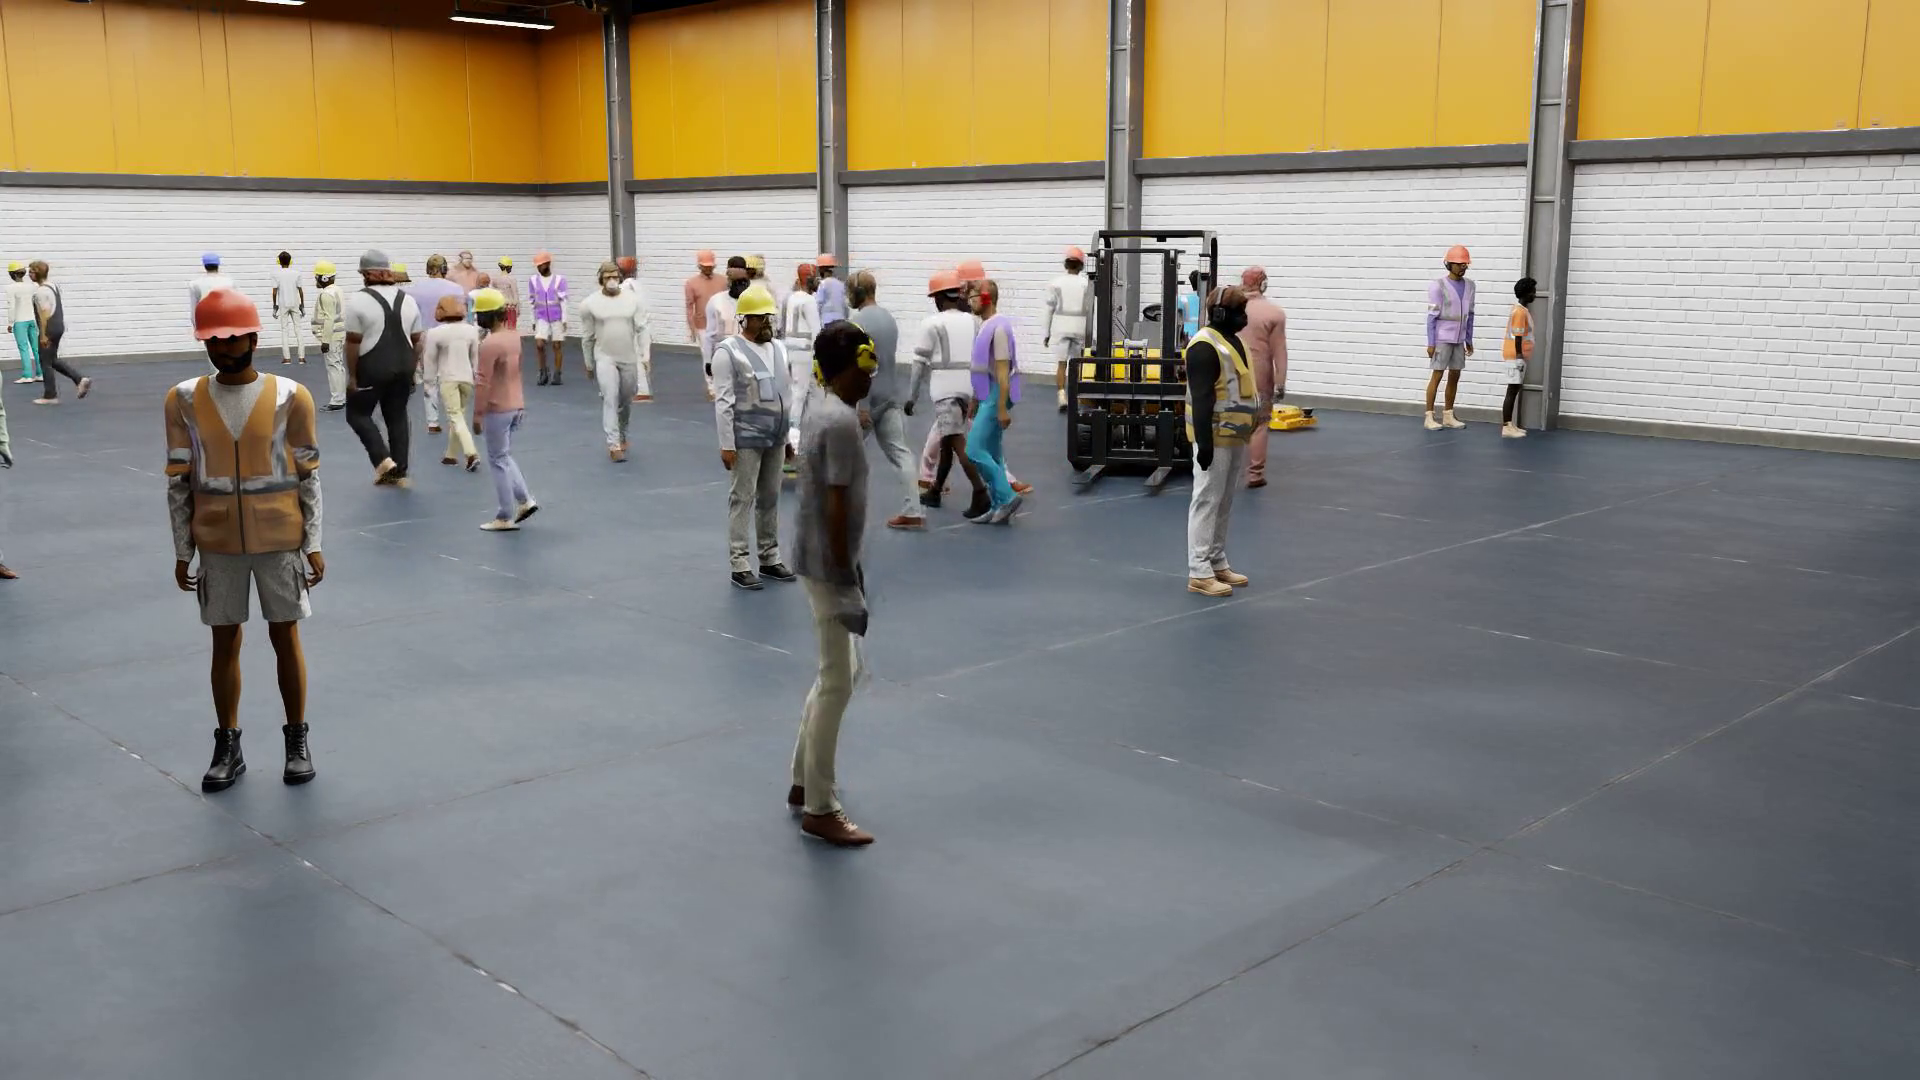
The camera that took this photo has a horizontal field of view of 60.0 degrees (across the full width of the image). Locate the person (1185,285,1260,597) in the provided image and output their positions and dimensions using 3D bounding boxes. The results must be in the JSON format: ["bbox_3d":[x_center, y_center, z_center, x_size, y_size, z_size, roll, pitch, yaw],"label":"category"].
[{"bbox_3d":[1.568,-0.598,9.950,0.429,1.841,0.633,6,12,28],"label":"person"}]

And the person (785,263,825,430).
[{"bbox_3d":[-1.426,-1.754,16.218,0.768,1.858,0.597,-4,11,-19],"label":"person"}]

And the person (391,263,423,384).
[{"bbox_3d":[-7.980,-3.094,23.850,0.483,1.736,0.312,-3,11,-15],"label":"person"}]

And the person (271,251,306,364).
[{"bbox_3d":[-11.166,-3.860,27.656,0.519,1.874,0.327,-6,12,-28],"label":"person"}]

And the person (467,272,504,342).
[{"bbox_3d":[-7.028,-3.176,24.680,0.515,1.599,0.863,-3,11,-14],"label":"person"}]

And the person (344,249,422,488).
[{"bbox_3d":[-4.873,-1.436,13.973,0.539,2.000,0.696,8,13,37],"label":"person"}]

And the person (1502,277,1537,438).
[{"bbox_3d":[5.909,-1.924,17.595,0.317,1.693,0.535,4,11,21],"label":"person"}]

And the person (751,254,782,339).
[{"bbox_3d":[-2.641,-2.822,21.950,0.669,1.884,0.593,-7,12,-32],"label":"person"}]

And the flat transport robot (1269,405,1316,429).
[{"bbox_3d":[3.211,-1.420,18.718,1.431,0.197,0.652,9,14,40],"label":"flat transport robot"}]

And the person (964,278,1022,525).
[{"bbox_3d":[0.219,-1.006,12.224,0.458,1.823,0.573,-1,10,-8],"label":"person"}]

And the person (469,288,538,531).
[{"bbox_3d":[-3.324,-0.929,11.959,0.349,1.753,0.553,2,11,12],"label":"person"}]

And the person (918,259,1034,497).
[{"bbox_3d":[0.065,-1.287,13.455,1.050,1.934,0.636,5,12,28],"label":"person"}]

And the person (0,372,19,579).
[{"bbox_3d":[-6.065,-0.537,10.184,0.284,1.633,0.497,6,12,29],"label":"person"}]

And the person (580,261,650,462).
[{"bbox_3d":[-3.326,-1.728,15.985,0.621,1.905,0.960,-4,11,-22],"label":"person"}]

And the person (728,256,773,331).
[{"bbox_3d":[-2.597,-2.573,20.649,0.598,1.871,0.840,-5,11,-25],"label":"person"}]

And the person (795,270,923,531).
[{"bbox_3d":[-0.714,-1.009,12.087,1.048,1.871,0.666,5,12,27],"label":"person"}]

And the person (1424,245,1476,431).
[{"bbox_3d":[5.382,-2.201,18.209,0.622,2.030,0.449,-5,12,-28],"label":"person"}]

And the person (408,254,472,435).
[{"bbox_3d":[-5.556,-2.083,17.800,0.627,1.934,0.372,1,10,4],"label":"person"}]

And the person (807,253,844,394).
[{"bbox_3d":[-1.703,-2.847,22.061,0.918,1.906,0.564,4,11,22],"label":"person"}]

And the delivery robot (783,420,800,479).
[{"bbox_3d":[-1.472,-0.780,14.199,0.477,0.478,0.707,0,10,0],"label":"delivery robot"}]

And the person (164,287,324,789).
[{"bbox_3d":[-2.746,0.003,6.409,0.552,1.935,0.367,-3,11,-15],"label":"person"}]

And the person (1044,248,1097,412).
[{"bbox_3d":[1.341,-2.533,20.136,0.653,1.983,0.818,1,10,4],"label":"person"}]

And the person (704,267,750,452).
[{"bbox_3d":[-2.155,-1.743,16.260,0.642,1.813,0.755,-3,11,-15],"label":"person"}]

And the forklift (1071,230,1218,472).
[{"bbox_3d":[1.804,-1.825,15.677,1.214,2.155,2.313,2,11,13],"label":"forklift"}]

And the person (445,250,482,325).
[{"bbox_3d":[-8.249,-3.915,27.954,0.643,1.869,0.855,-10,14,-42],"label":"person"}]

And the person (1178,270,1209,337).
[{"bbox_3d":[3.010,-2.591,21.211,0.540,1.695,0.317,0,10,-1],"label":"person"}]

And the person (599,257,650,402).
[{"bbox_3d":[-4.349,-2.672,21.235,0.837,1.856,0.580,1,10,4],"label":"person"}]

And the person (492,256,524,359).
[{"bbox_3d":[-7.798,-3.990,28.655,0.535,1.767,0.315,5,11,25],"label":"person"}]

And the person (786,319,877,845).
[{"bbox_3d":[-0.451,0.144,5.945,0.353,1.839,0.628,-2,11,-9],"label":"person"}]

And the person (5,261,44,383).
[{"bbox_3d":[-13.548,-3.143,24.035,0.331,1.768,0.526,3,11,16],"label":"person"}]

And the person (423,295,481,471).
[{"bbox_3d":[-4.594,-1.431,15.156,0.826,1.597,0.515,10,14,44],"label":"person"}]

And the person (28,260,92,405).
[{"bbox_3d":[-11.400,-2.609,20.957,0.587,1.826,0.532,-1,10,-7],"label":"person"}]

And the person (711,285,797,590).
[{"bbox_3d":[-1.226,-0.625,10.120,0.404,1.832,0.600,8,13,36],"label":"person"}]

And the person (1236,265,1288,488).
[{"bbox_3d":[2.426,-1.362,13.981,0.662,1.888,0.507,5,12,28],"label":"person"}]

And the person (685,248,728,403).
[{"bbox_3d":[-3.159,-2.722,21.186,0.641,1.964,0.467,-3,11,-16],"label":"person"}]

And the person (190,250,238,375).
[{"bbox_3d":[-9.825,-2.849,21.969,0.621,1.934,0.634,-2,11,-8],"label":"person"}]

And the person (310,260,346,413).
[{"bbox_3d":[-7.626,-2.459,20.114,0.404,1.836,0.590,-2,11,-11],"label":"person"}]

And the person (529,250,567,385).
[{"bbox_3d":[-5.830,-3.134,23.571,0.557,1.910,0.588,0,10,-2],"label":"person"}]

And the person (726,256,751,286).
[{"bbox_3d":[-2.466,-2.287,18.991,0.512,1.902,0.596,2,11,8],"label":"person"}]

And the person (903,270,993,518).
[{"bbox_3d":[-0.040,-1.118,12.730,0.561,1.887,1.021,-8,13,-37],"label":"person"}]

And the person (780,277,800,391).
[{"bbox_3d":[-2.079,-2.630,21.614,0.520,1.614,0.370,-6,12,-32],"label":"person"}]
